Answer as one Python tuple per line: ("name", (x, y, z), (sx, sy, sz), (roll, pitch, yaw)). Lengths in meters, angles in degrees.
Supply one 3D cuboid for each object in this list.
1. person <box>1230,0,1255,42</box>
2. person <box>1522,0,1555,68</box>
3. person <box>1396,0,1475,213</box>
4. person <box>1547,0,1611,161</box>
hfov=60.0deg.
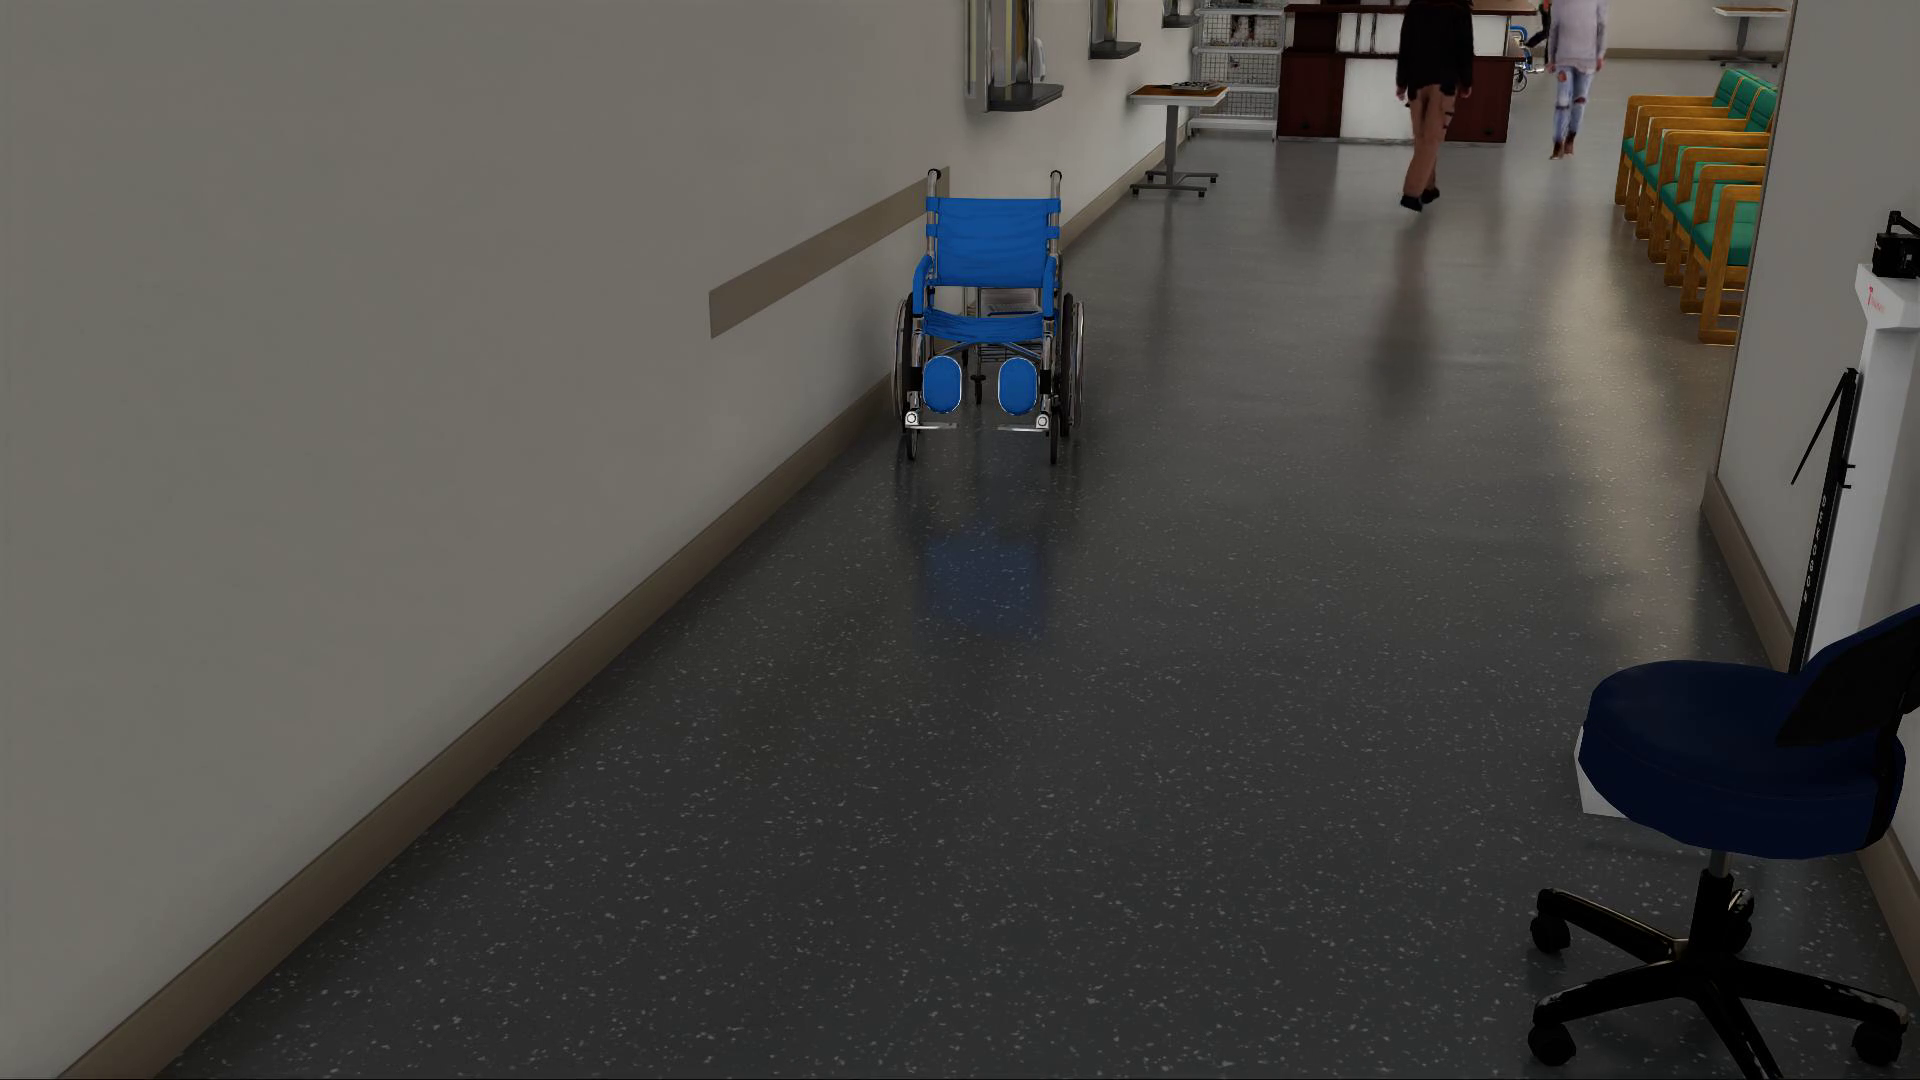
("person", (5.070, -9.699, 29.500), (1.212, 1.702, 1.115), (-7, 22, -17))
("person", (8.741, -7.968, 24.821), (0.916, 1.778, 1.027), (-16, 26, -36))
("person", (3.573, -3.410, 12.648), (1.269, 1.877, 1.011), (12, 24, 29))
("person", (5.804, -4.509, 15.644), (1.096, 1.810, 0.819), (8, 22, 19))
